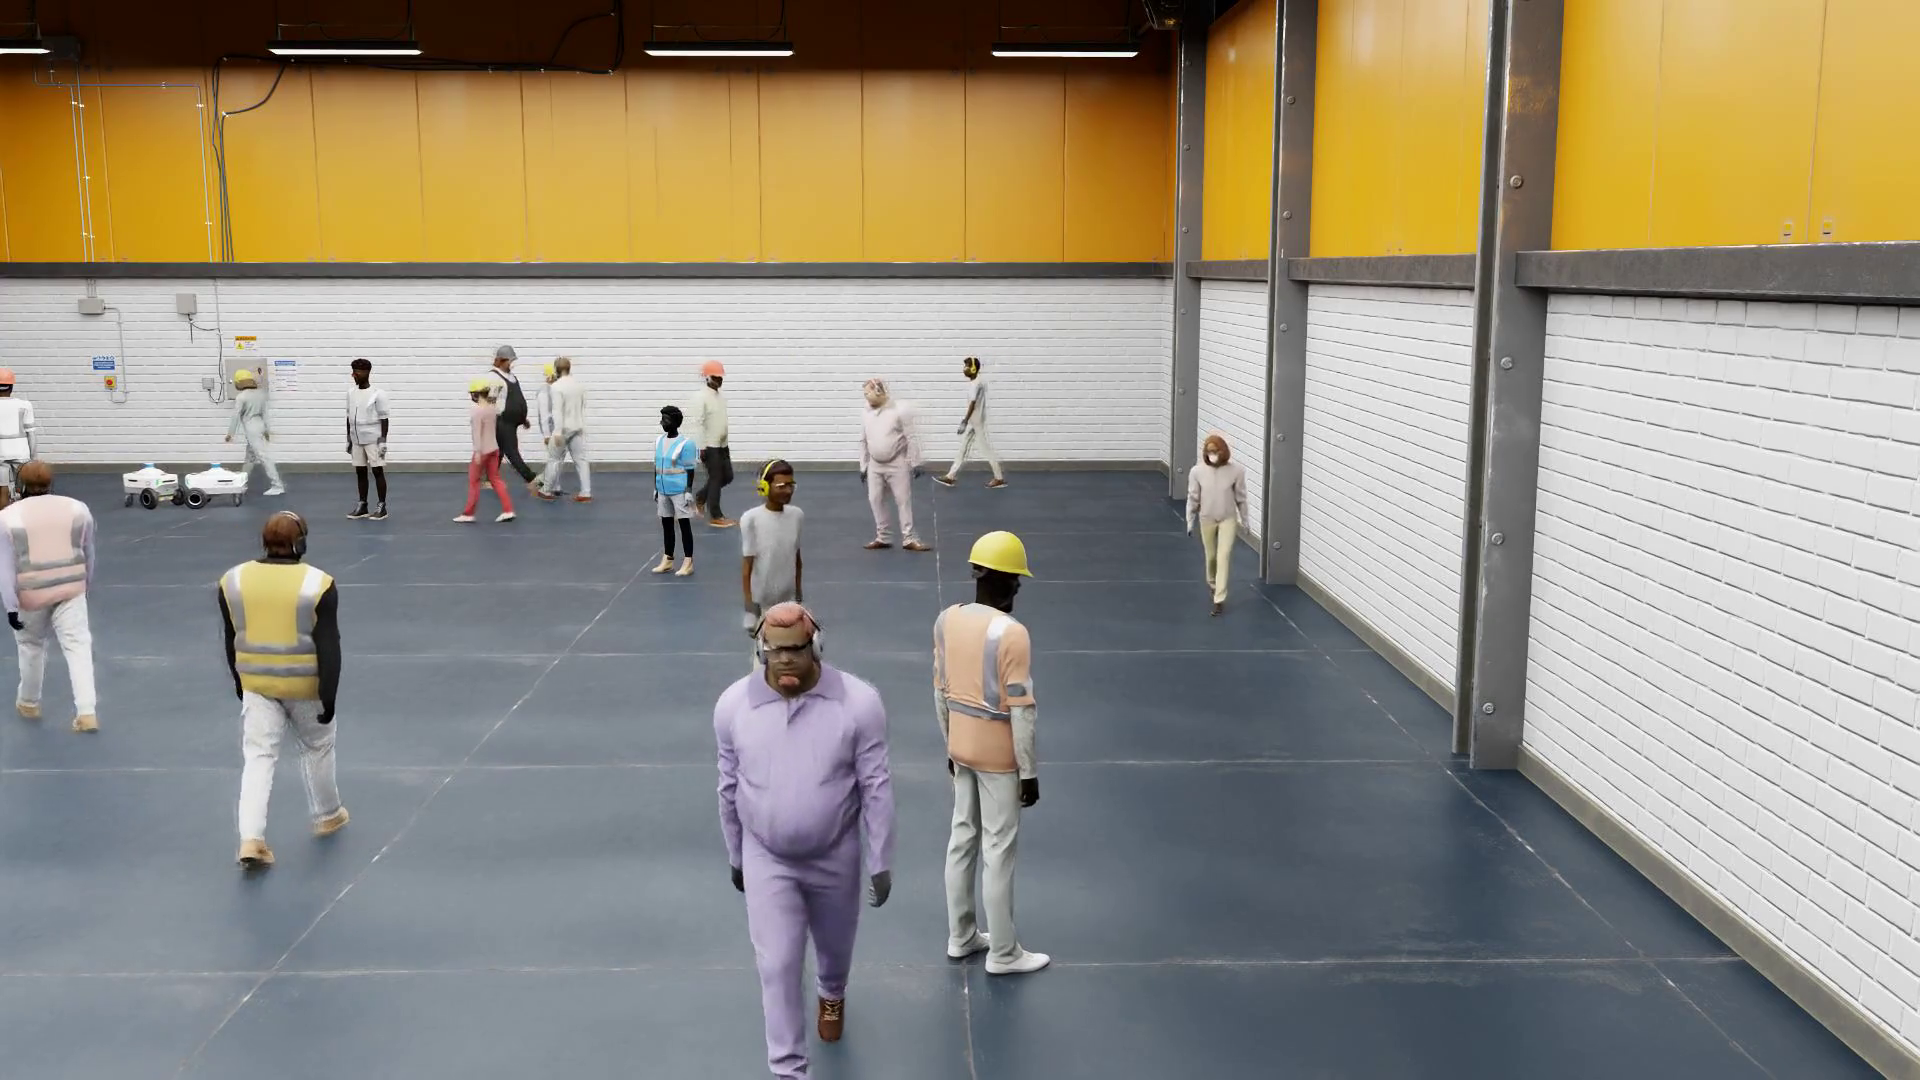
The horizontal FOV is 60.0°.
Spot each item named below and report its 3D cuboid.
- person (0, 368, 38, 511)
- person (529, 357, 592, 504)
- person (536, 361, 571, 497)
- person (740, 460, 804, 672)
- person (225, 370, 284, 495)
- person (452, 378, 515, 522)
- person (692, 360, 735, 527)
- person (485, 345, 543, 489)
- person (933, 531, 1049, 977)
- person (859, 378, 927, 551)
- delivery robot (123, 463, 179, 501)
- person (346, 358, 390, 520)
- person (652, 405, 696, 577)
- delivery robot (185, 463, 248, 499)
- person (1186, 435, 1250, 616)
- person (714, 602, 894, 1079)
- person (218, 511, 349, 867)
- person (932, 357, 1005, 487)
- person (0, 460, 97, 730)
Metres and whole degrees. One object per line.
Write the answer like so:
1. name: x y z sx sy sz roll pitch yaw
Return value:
1. person: -10.585 -0.944 18.528 0.551 1.936 0.356 -5 11 -30
2. person: -5.168 -1.413 21.505 0.936 1.896 0.666 4 10 25
3. person: -5.427 -1.473 22.162 0.468 1.837 0.600 1 9 9
4. person: -1.175 0.416 10.465 0.534 1.855 0.412 -7 12 -39
5. person: -9.534 -1.446 22.383 0.931 1.676 0.504 2 9 12
6. person: -5.698 -1.064 19.876 0.744 1.736 0.544 2 10 14
7. person: -2.942 -1.135 19.579 0.574 1.973 0.635 4 10 22
8. person: -6.094 -1.685 22.755 1.030 2.000 0.696 1 9 6
9. person: 0.135 0.915 7.190 0.381 1.917 0.584 -8 12 -39
10. person: -0.728 -0.794 17.846 0.793 1.868 0.401 4 10 24
11. delivery robot: -10.329 -0.741 21.226 0.707 0.478 0.477 5 10 28
12. person: -7.185 -1.219 20.133 0.600 1.963 0.368 3 10 21
13. person: -2.832 -0.484 16.446 0.532 1.697 0.319 6 11 33
14. delivery robot: -9.476 -0.739 21.212 0.707 0.478 0.477 -3 9 -15
15. person: 2.312 -0.168 14.865 0.555 1.582 0.829 3 10 15
16. person: -0.572 1.116 6.130 0.646 1.867 0.948 -1 9 -3
17. person: -3.496 0.748 8.583 0.629 1.807 0.931 0 9 -2
18. person: 0.155 -1.616 23.026 1.016 1.814 0.513 -1 9 -7
19. person: -6.042 0.360 11.013 0.622 1.791 1.004 -9 13 -43
